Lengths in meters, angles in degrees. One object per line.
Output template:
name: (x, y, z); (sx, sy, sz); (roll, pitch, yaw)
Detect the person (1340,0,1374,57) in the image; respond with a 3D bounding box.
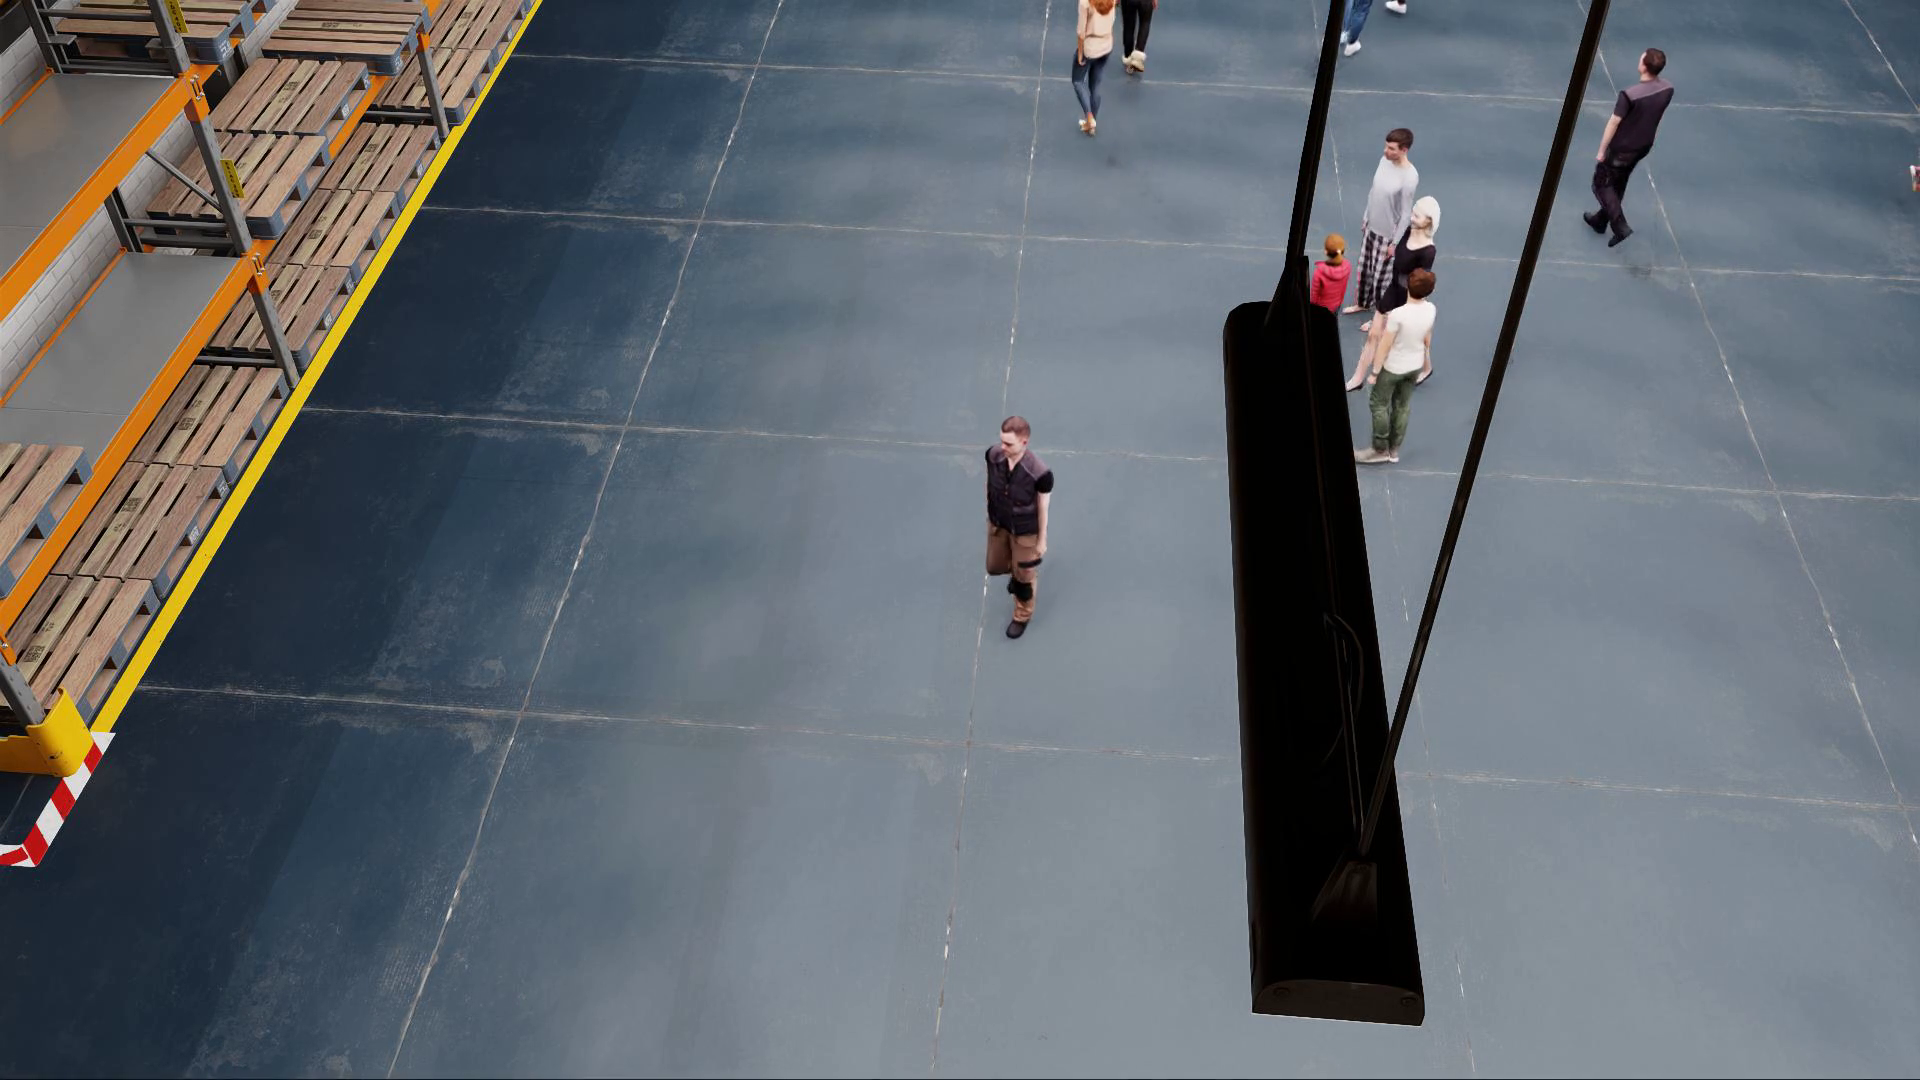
person: (4.151, -5.854, 17.180); (0.785, 1.797, 0.803); (28, 50, 26)

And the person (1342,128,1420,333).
person: (3.505, -2.564, 13.690); (0.771, 1.847, 0.642); (-16, 46, -16)

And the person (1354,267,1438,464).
person: (3.313, -1.285, 12.501); (0.740, 1.636, 0.740); (-19, 47, -19)

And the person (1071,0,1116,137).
person: (1.328, -4.671, 15.950); (0.729, 1.780, 0.783); (-17, 46, -17)

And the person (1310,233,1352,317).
person: (2.951, -1.840, 13.320); (0.619, 1.309, 0.675); (-12, 45, -12)

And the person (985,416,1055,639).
person: (0.443, -0.163, 11.188); (0.884, 1.822, 0.956); (24, 48, 23)

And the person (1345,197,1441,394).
person: (3.551, -1.871, 13.001); (0.931, 1.793, 1.085); (-14, 45, -14)

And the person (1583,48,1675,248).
person: (5.904, -3.399, 14.581); (0.958, 1.829, 1.102); (-14, 45, -15)

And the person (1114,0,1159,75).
person: (1.791, -5.485, 16.897); (0.624, 1.653, 0.705); (7, 44, 8)
